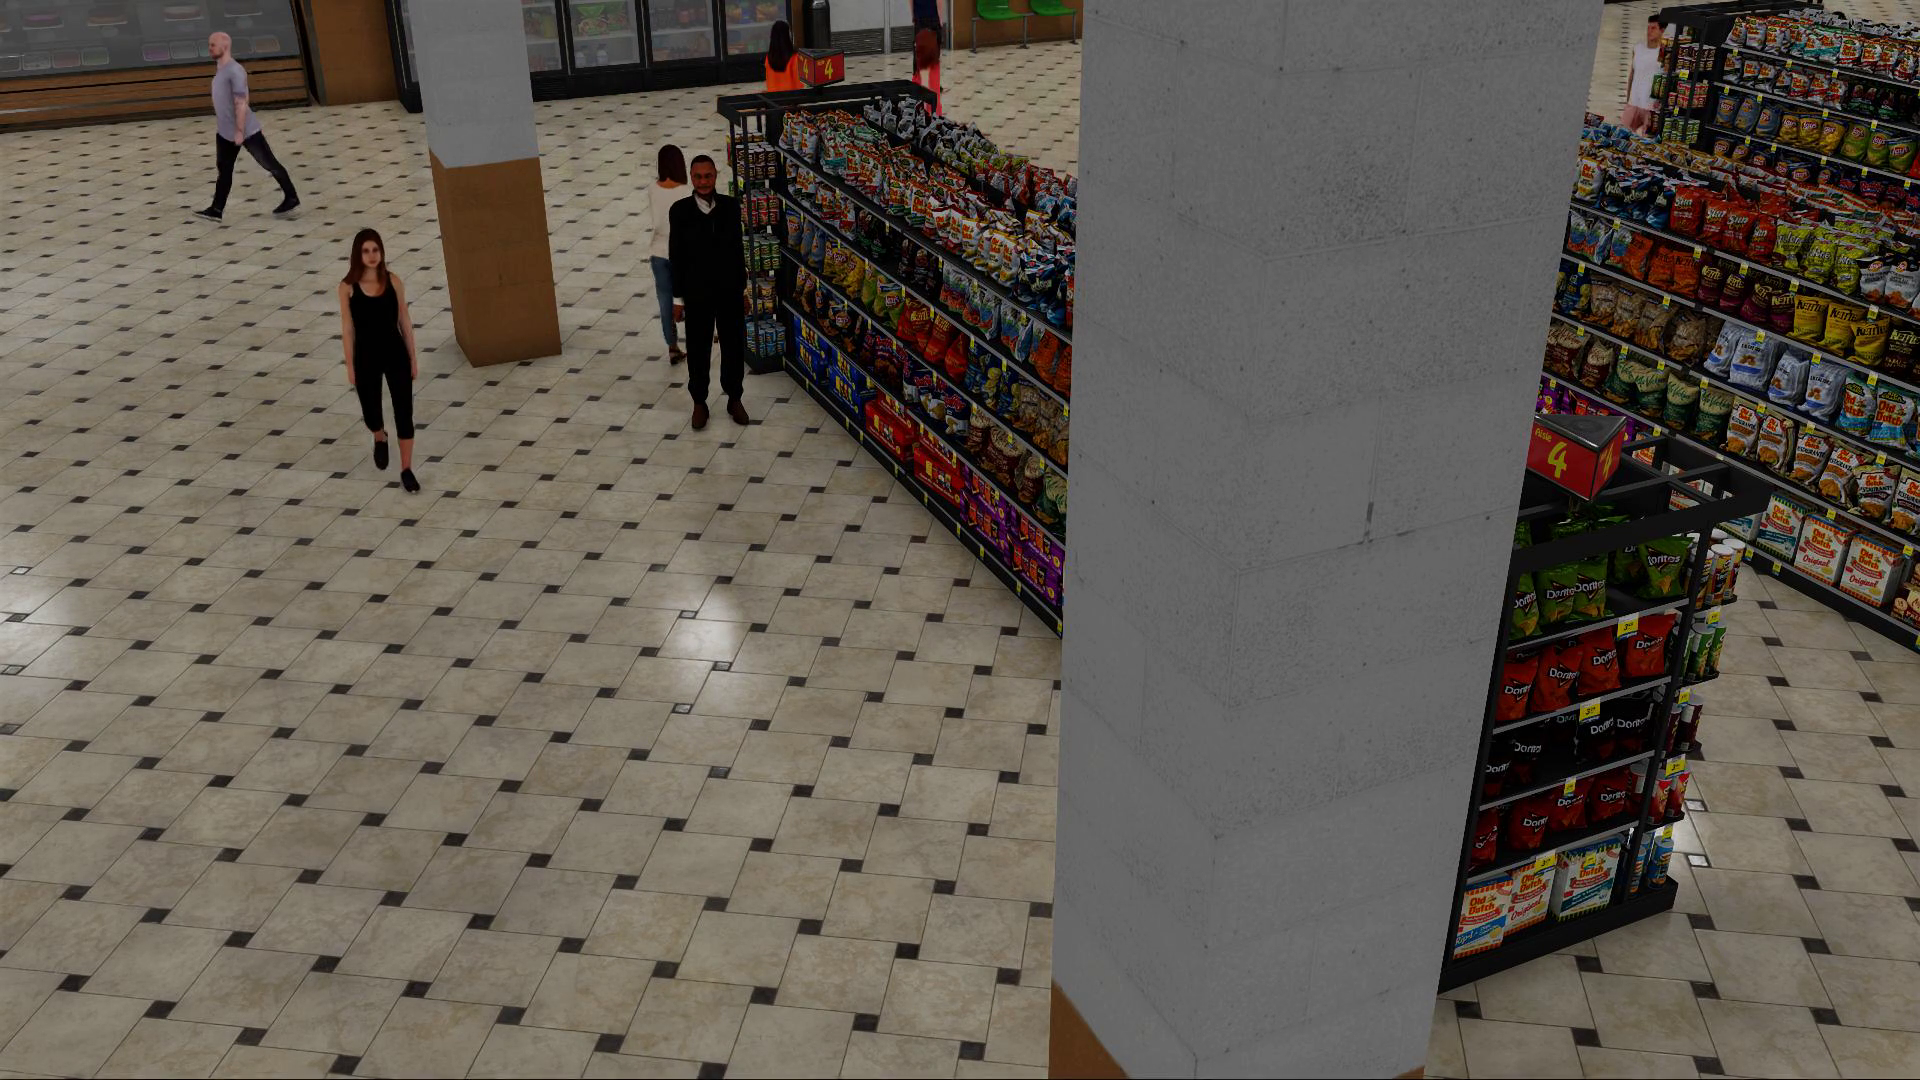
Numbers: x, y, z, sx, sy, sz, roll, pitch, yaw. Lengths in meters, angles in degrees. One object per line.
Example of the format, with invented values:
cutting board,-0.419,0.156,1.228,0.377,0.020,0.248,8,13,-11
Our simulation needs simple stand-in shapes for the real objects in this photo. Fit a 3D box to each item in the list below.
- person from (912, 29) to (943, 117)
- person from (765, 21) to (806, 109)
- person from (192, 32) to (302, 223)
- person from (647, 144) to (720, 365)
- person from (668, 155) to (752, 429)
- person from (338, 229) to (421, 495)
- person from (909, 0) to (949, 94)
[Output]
person,-0.230,-4.025,16.169,0.884,1.815,0.851,5,27,9
person,-1.805,-4.379,16.959,0.946,1.733,0.916,20,33,34
person,-6.871,-3.966,16.093,1.022,1.779,1.281,-24,35,-39
person,-2.202,-2.135,12.604,0.872,1.668,0.930,10,29,19
person,-1.718,-1.720,11.526,0.738,1.904,0.650,-8,28,-14
person,-3.702,-1.157,10.621,0.572,1.719,0.755,-12,29,-22
person,-0.421,-6.723,21.428,0.692,1.871,0.802,15,31,27
